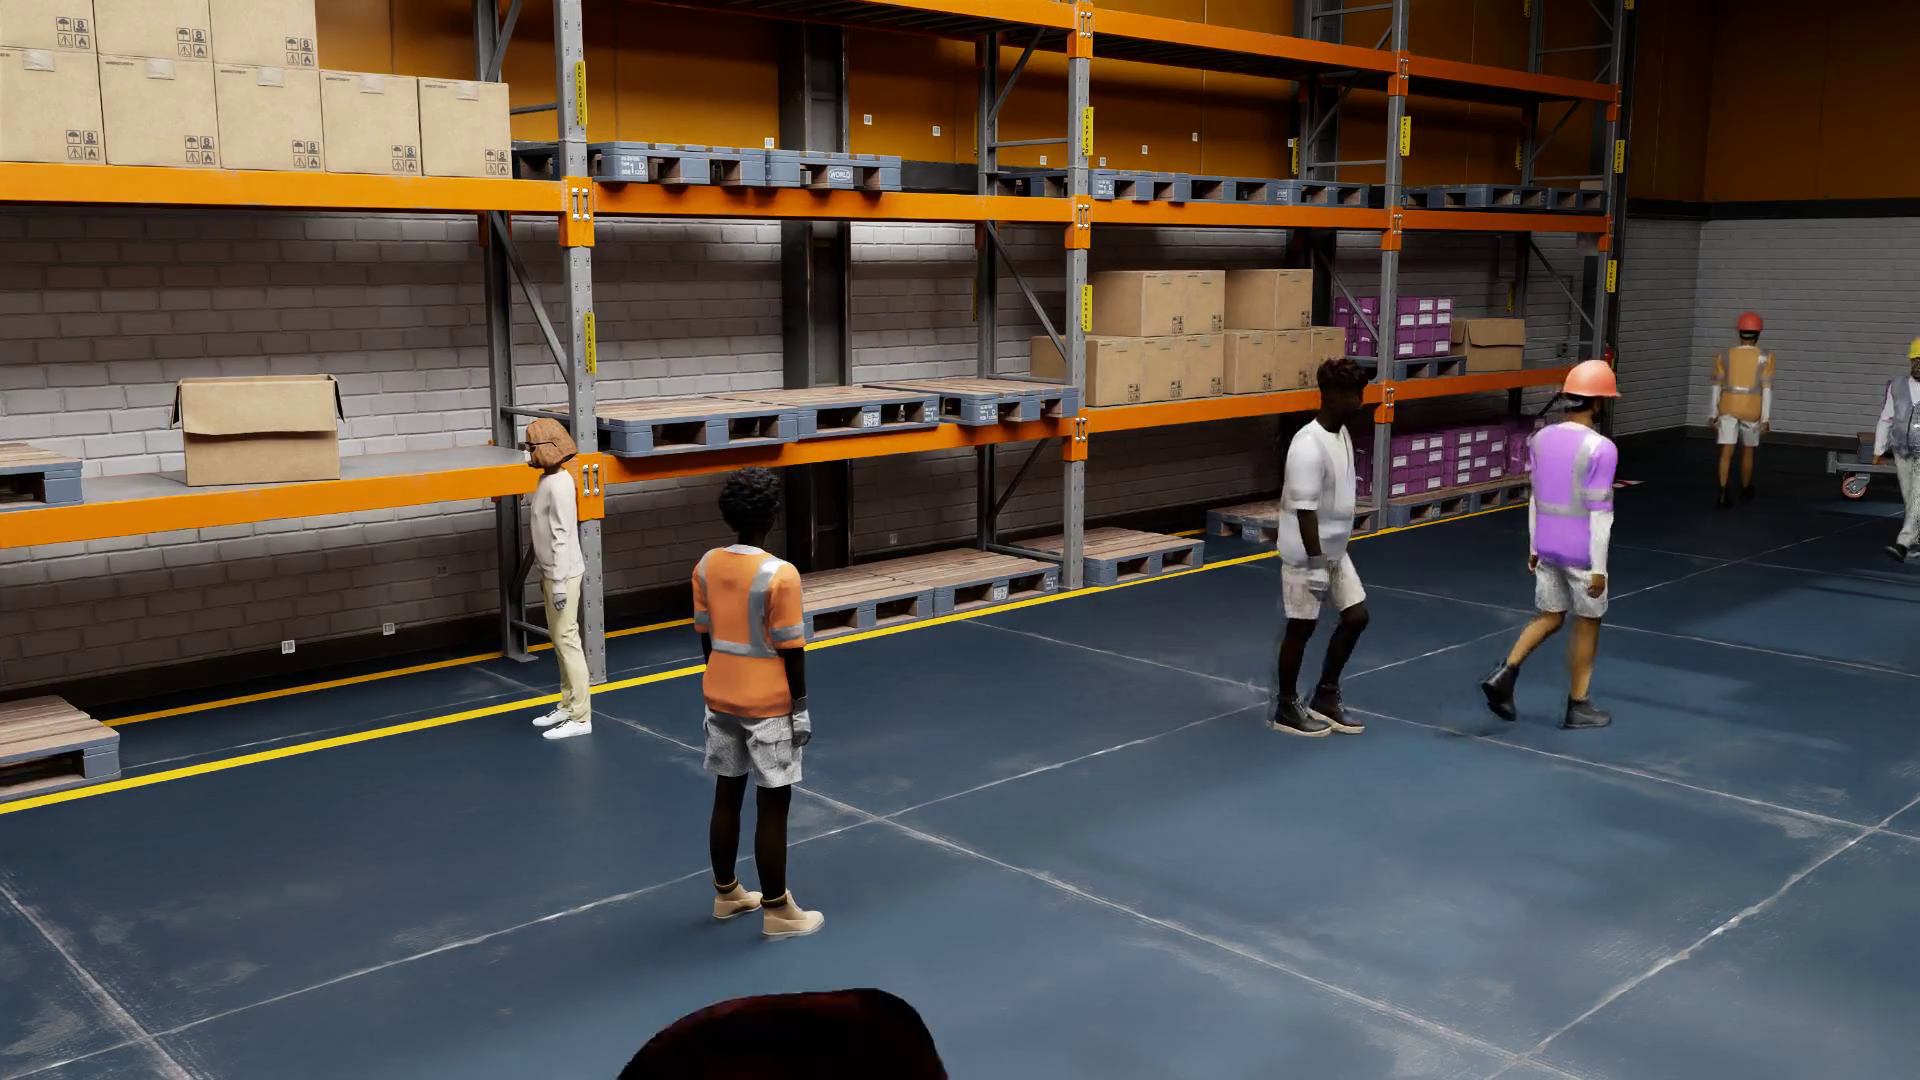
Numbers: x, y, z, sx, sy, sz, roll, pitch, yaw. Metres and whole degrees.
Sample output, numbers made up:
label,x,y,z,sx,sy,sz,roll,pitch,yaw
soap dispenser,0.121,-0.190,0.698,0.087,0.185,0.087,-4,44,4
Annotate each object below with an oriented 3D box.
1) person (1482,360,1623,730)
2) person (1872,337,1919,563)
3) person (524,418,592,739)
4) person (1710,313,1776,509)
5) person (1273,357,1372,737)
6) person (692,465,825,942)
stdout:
label,x,y,z,sx,sy,sz,roll,pitch,yaw
person,3.047,0.047,8.427,0.662,1.918,0.555,-4,11,-24
person,7.573,-0.715,13.247,0.897,1.789,0.619,-6,11,-32
person,-2.050,0.191,8.444,0.282,1.625,0.492,-3,10,-19
person,7.561,-1.252,16.116,0.562,1.895,0.977,7,12,34
person,1.841,0.055,8.295,0.592,1.937,0.658,6,12,33
person,-0.728,0.580,5.943,0.536,1.700,0.318,8,13,40
